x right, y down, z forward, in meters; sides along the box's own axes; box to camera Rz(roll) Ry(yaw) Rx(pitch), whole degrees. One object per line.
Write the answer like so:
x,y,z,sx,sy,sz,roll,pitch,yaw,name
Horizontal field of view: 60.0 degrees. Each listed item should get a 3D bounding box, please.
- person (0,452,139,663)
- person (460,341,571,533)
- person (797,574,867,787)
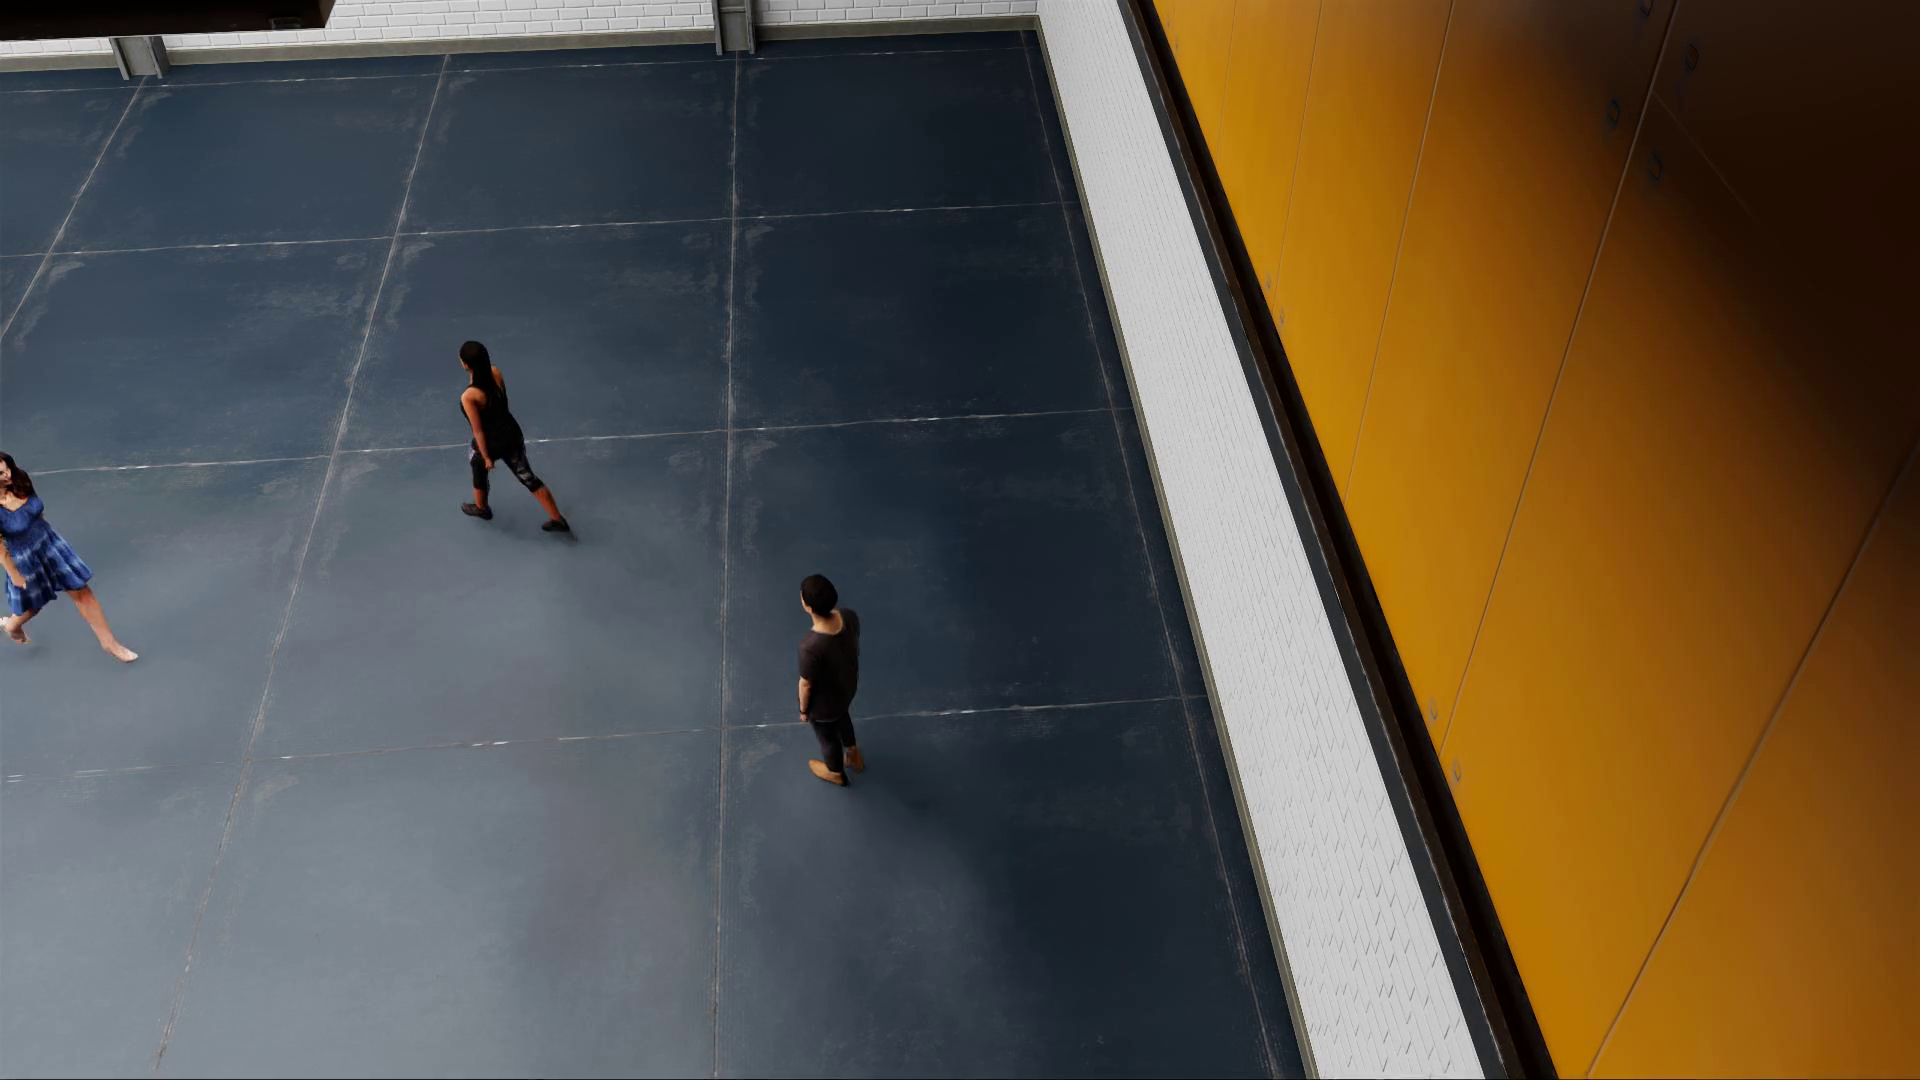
-5.921,0.143,10.542,1.191,1.782,0.866,9,44,9,person
-3.127,-0.665,11.509,1.188,1.618,0.959,18,46,18,person
-0.710,0.887,9.814,0.794,1.708,0.746,27,50,26,person
